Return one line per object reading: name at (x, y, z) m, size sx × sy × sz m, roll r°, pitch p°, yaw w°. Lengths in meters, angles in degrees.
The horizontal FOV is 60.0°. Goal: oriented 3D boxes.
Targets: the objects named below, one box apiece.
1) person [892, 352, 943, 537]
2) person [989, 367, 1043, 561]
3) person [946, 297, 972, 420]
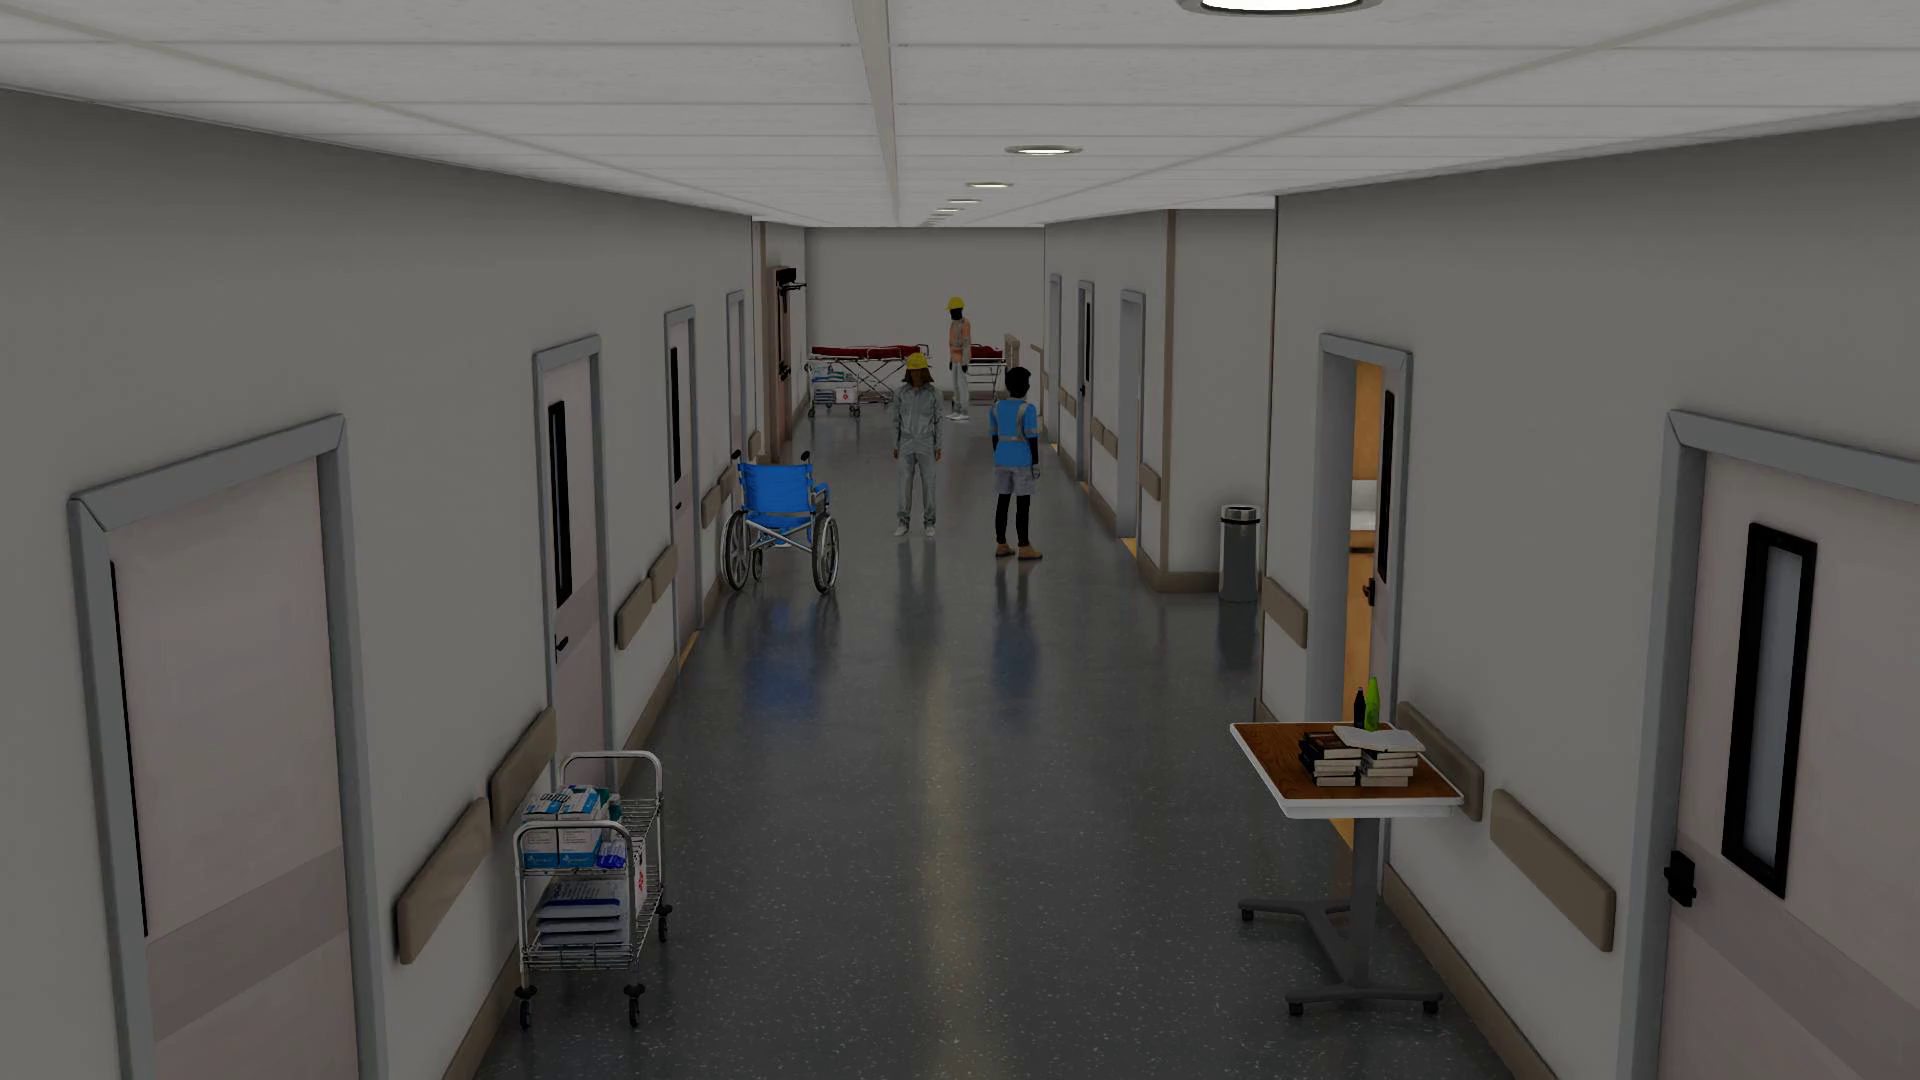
person at (-0.400, -0.890, 15.647) m, size 0.484 × 1.744 × 0.295 m, roll 1°, pitch 10°, yaw 6°
person at (0.490, -0.668, 14.547) m, size 0.530 × 1.693 × 0.321 m, roll 10°, pitch 14°, yaw 43°
person at (-0.027, -2.832, 25.980) m, size 0.413 × 1.917 × 0.592 m, roll -4°, pitch 11°, yaw -21°
